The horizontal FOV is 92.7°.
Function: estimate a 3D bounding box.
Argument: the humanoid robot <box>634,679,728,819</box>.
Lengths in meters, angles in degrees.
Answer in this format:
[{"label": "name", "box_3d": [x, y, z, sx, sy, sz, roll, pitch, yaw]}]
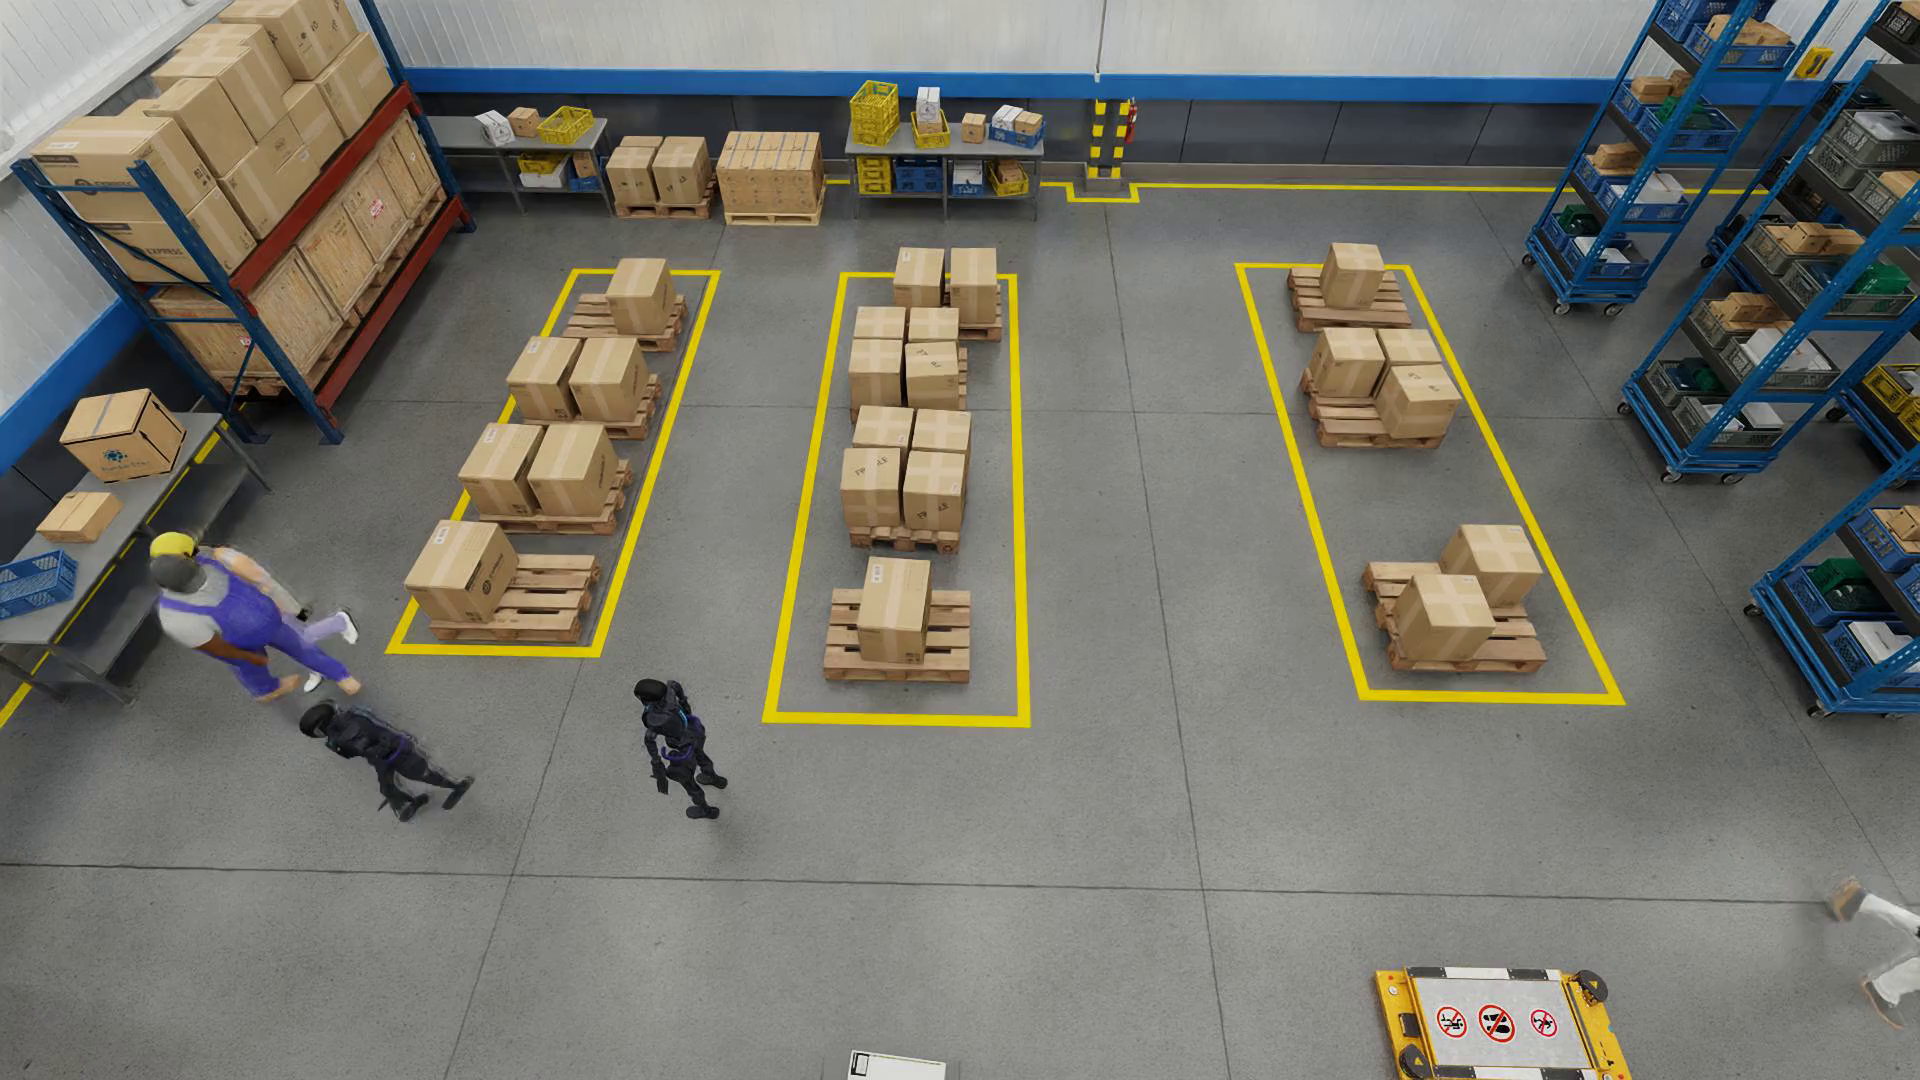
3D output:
[{"label": "humanoid robot", "box_3d": [-1.963, 1.452, 6.392, 0.328, 1.652, 0.566, 6, 51, 5]}]

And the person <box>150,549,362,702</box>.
[{"label": "person", "box_3d": [-5.365, 0.637, 6.824, 0.858, 2.000, 0.719, 5, 51, 4]}]

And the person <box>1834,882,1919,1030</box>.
[{"label": "person", "box_3d": [6.176, 2.307, 5.584, 0.581, 1.861, 0.787, -6, 51, -5]}]

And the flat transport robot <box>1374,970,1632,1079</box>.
[{"label": "flat transport robot", "box_3d": [3.501, 3.133, 5.914, 1.431, 0.197, 0.652, 1, 51, 1]}]

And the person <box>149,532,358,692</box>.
[{"label": "person", "box_3d": [-5.364, 0.471, 7.054, 0.640, 1.888, 0.619, 6, 51, 5]}]

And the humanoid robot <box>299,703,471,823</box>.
[{"label": "humanoid robot", "box_3d": [-3.974, 1.539, 6.332, 0.573, 1.631, 0.604, 19, 53, 15]}]
